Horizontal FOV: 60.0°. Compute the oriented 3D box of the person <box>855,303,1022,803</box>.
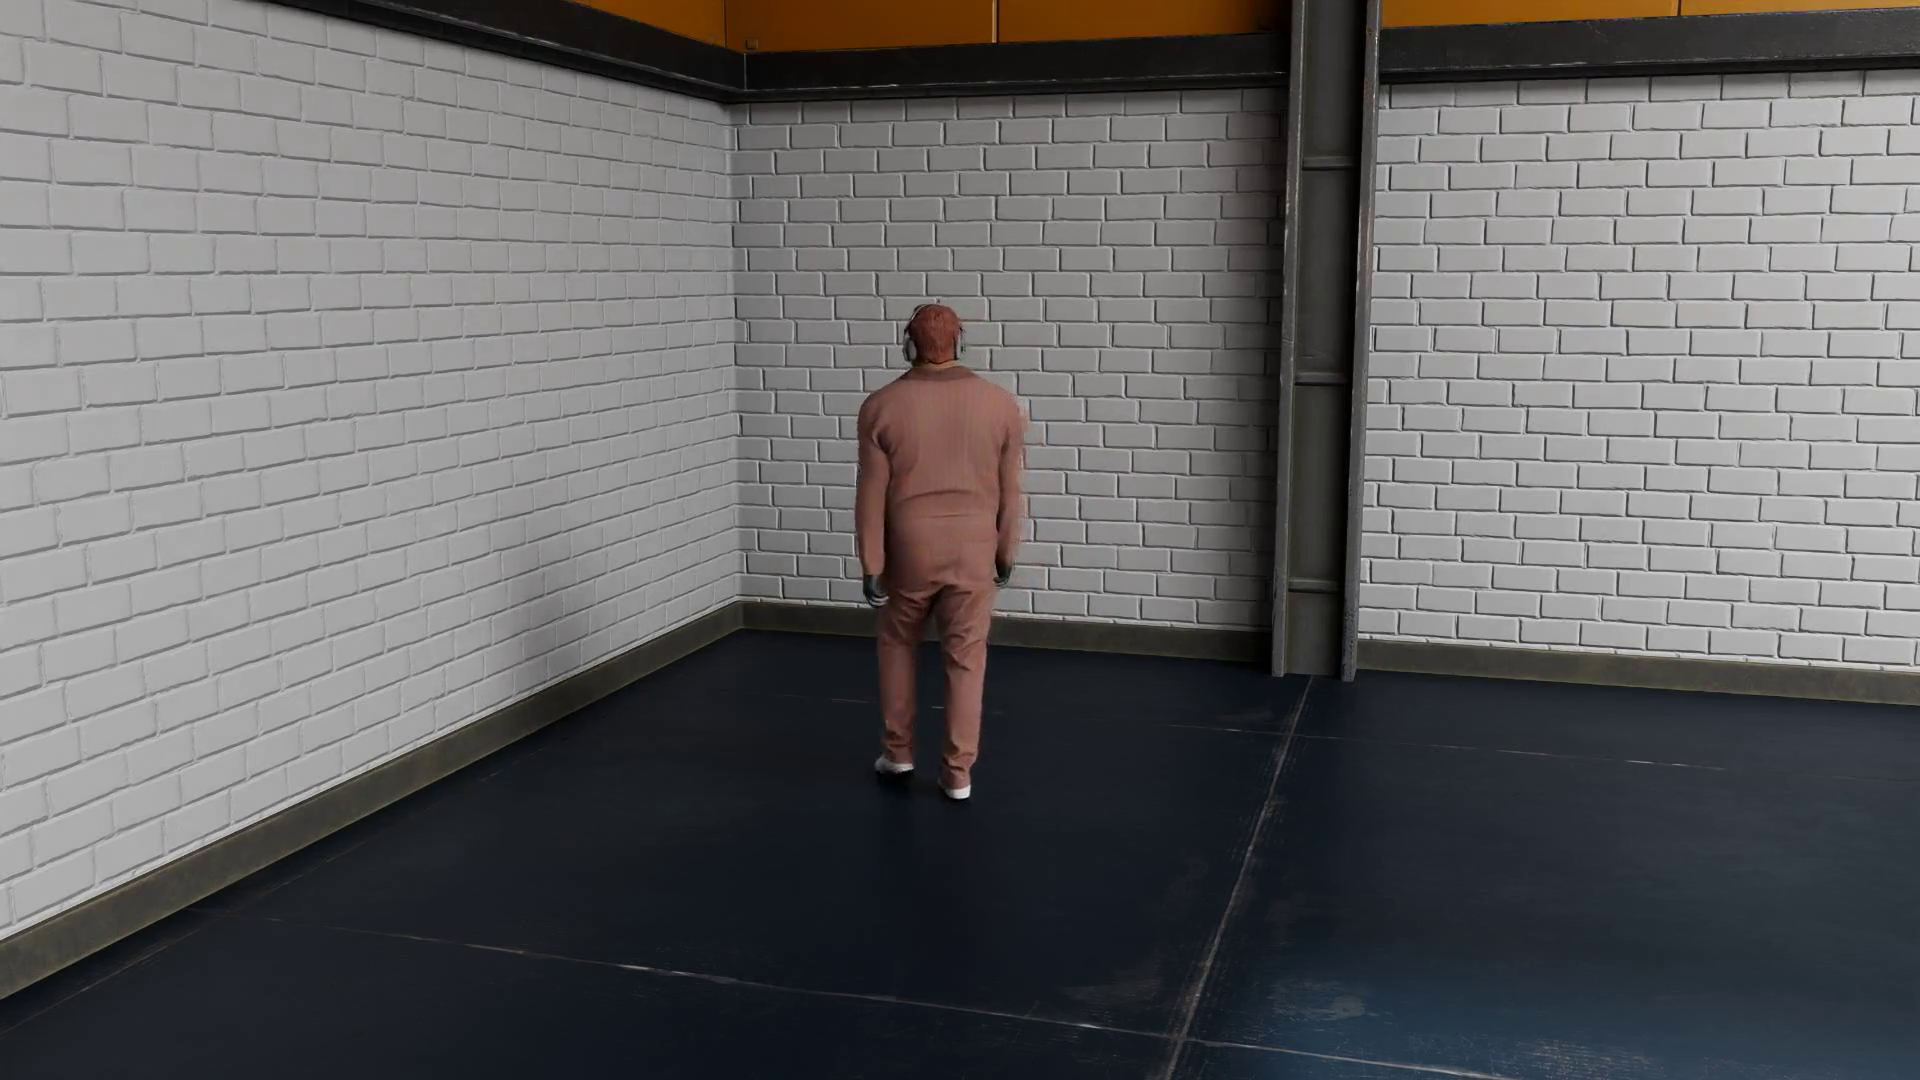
[{"bbox_3d":[-0.093,0.042,6.411,0.647,1.888,0.656,-1,9,-8],"label":"person"}]
